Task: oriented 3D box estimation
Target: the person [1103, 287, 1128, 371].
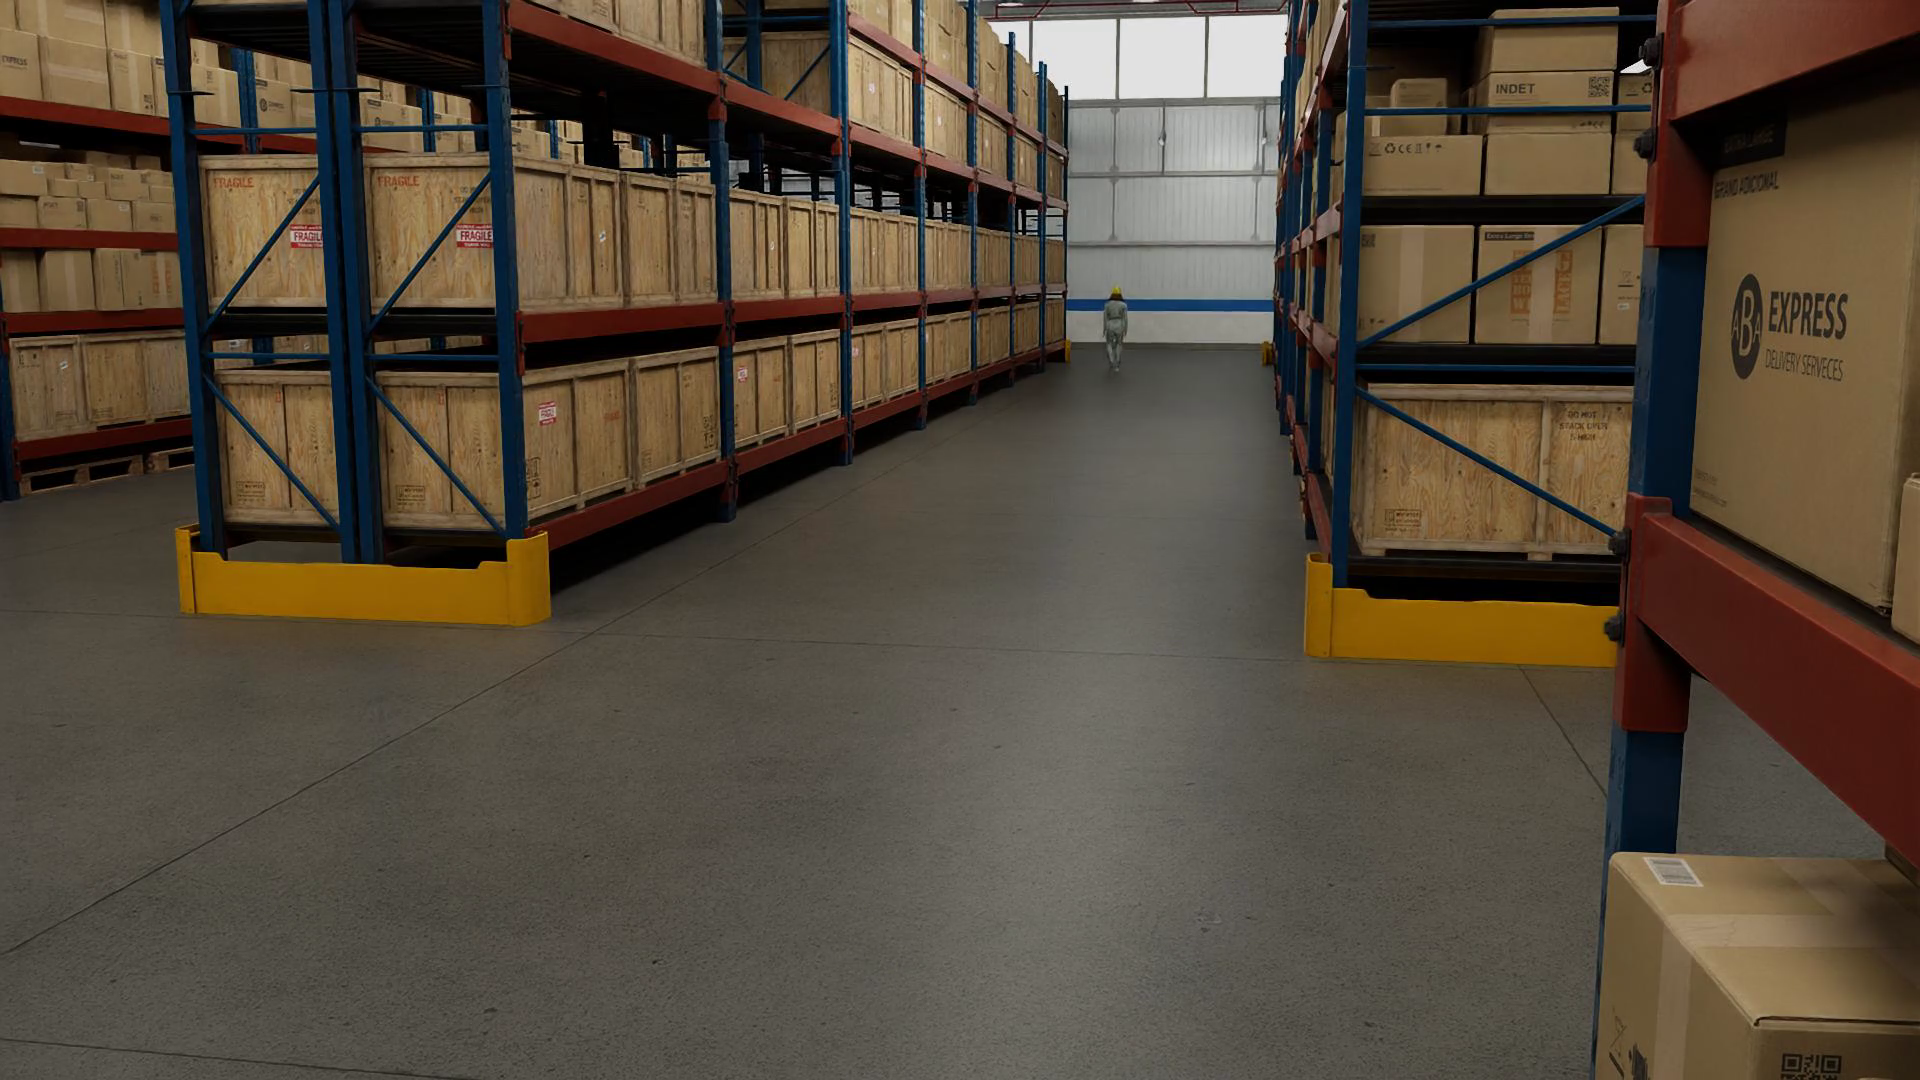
[{"bbox_3d":[3.210,-4.349,34.288,0.503,1.706,0.821,1,9,5],"label":"person"}]
